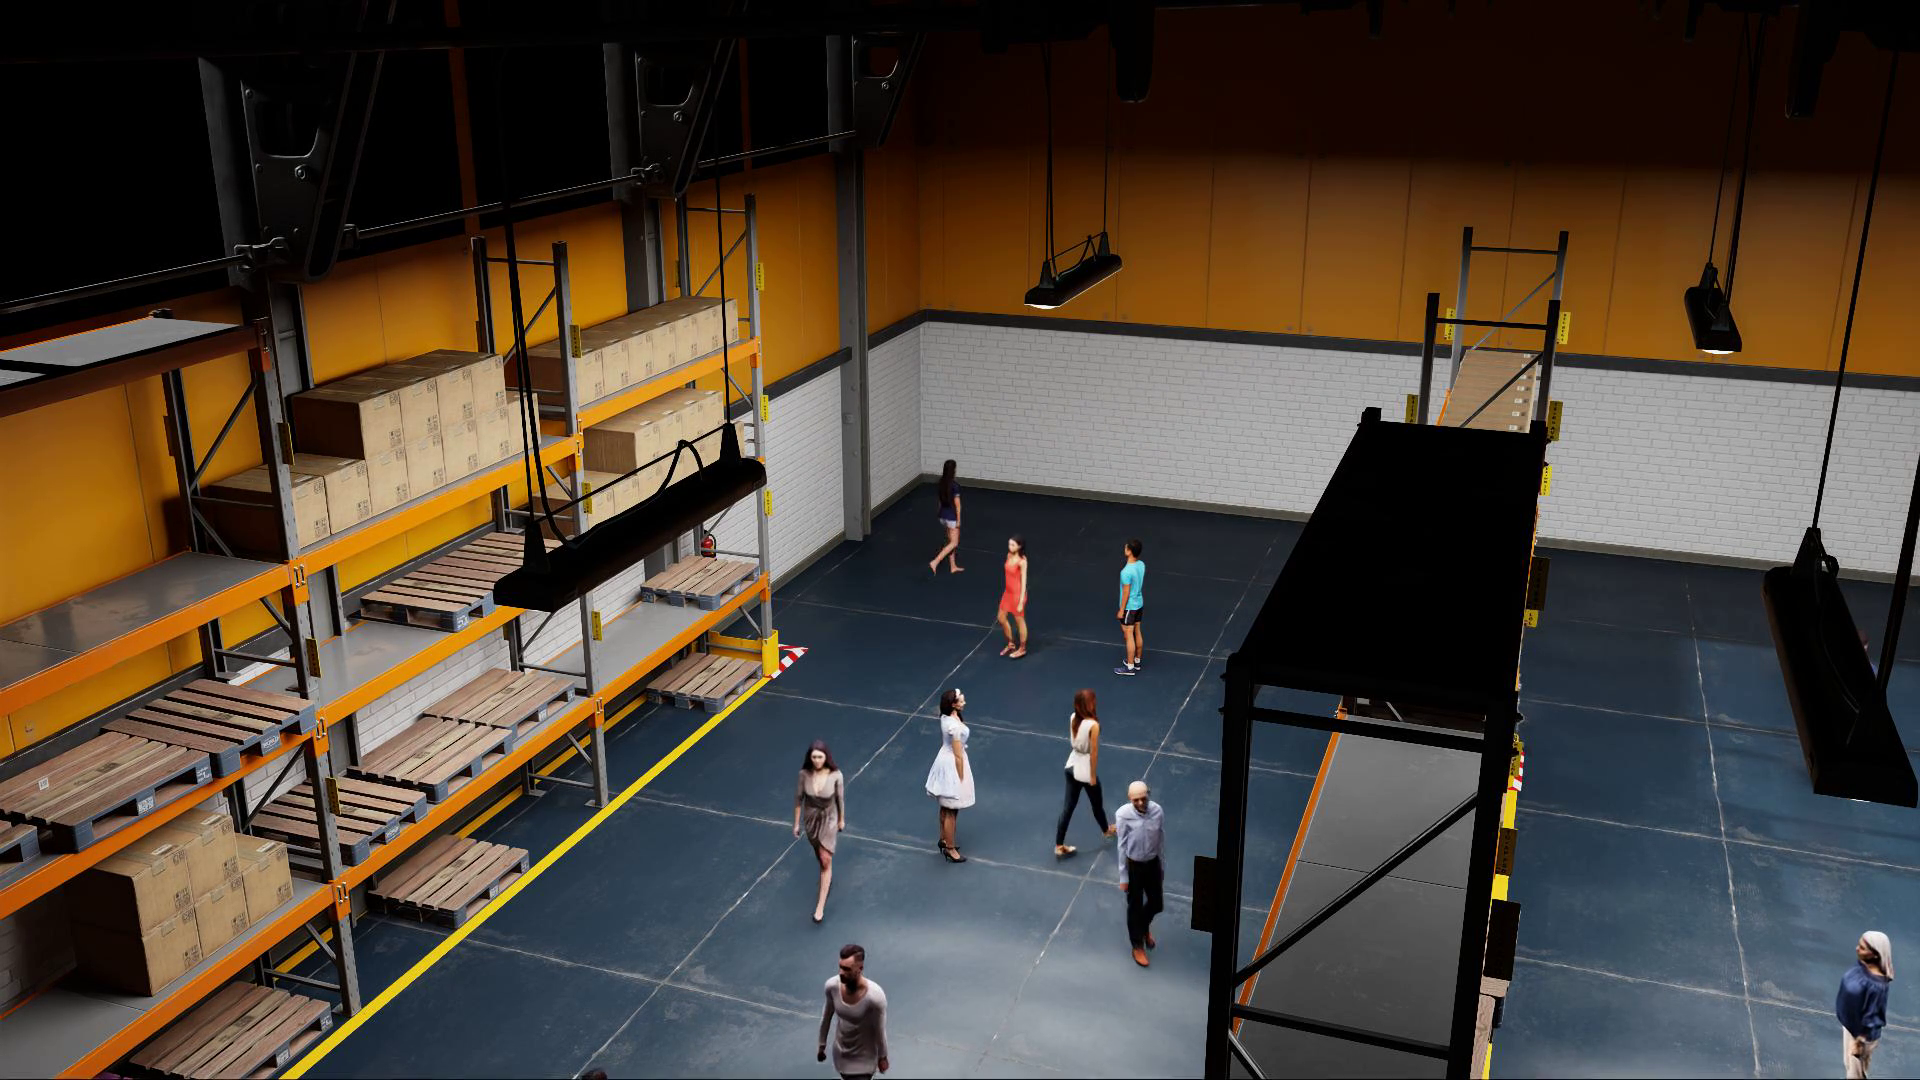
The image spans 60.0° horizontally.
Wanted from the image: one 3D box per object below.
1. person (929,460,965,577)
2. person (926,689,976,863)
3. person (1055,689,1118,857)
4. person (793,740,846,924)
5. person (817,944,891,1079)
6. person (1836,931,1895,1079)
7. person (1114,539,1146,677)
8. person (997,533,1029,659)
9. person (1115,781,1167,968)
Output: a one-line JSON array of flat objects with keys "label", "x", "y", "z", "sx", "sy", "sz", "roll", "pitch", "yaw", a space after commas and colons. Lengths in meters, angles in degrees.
[{"label": "person", "x": -0.210, "y": -0.292, "z": 24.333, "sx": 1.027, "sy": 1.751, "sz": 0.855, "roll": -16, "pitch": 24, "yaw": -39}, {"label": "person", "x": -0.074, "y": 2.315, "z": 16.490, "sx": 0.912, "sy": 1.815, "sz": 0.841, "roll": -5, "pitch": 19, "yaw": -14}, {"label": "person", "x": 1.143, "y": 2.344, "z": 16.525, "sx": 1.179, "sy": 1.739, "sz": 1.002, "roll": -14, "pitch": 23, "yaw": -36}, {"label": "person", "x": -1.307, "y": 2.655, "z": 15.671, "sx": 0.748, "sy": 1.695, "sz": 1.138, "roll": 3, "pitch": 19, "yaw": 8}, {"label": "person", "x": -0.730, "y": 3.749, "z": 12.258, "sx": 0.892, "sy": 1.799, "sz": 1.232, "roll": 12, "pitch": 22, "yaw": 32}, {"label": "person", "x": 6.804, "y": 3.705, "z": 12.548, "sx": 0.682, "sy": 1.698, "sz": 0.515, "roll": 5, "pitch": 19, "yaw": 15}, {"label": "person", "x": 2.171, "y": 0.833, "z": 20.952, "sx": 0.722, "sy": 1.777, "sz": 0.535, "roll": 12, "pitch": 22, "yaw": 31}, {"label": "person", "x": 0.785, "y": 0.712, "z": 21.423, "sx": 0.791, "sy": 1.705, "sz": 0.744, "roll": -12, "pitch": 22, "yaw": -32}, {"label": "person", "x": 1.566, "y": 2.908, "z": 14.804, "sx": 0.816, "sy": 1.769, "sz": 0.875, "roll": -7, "pitch": 20, "yaw": -19}]
